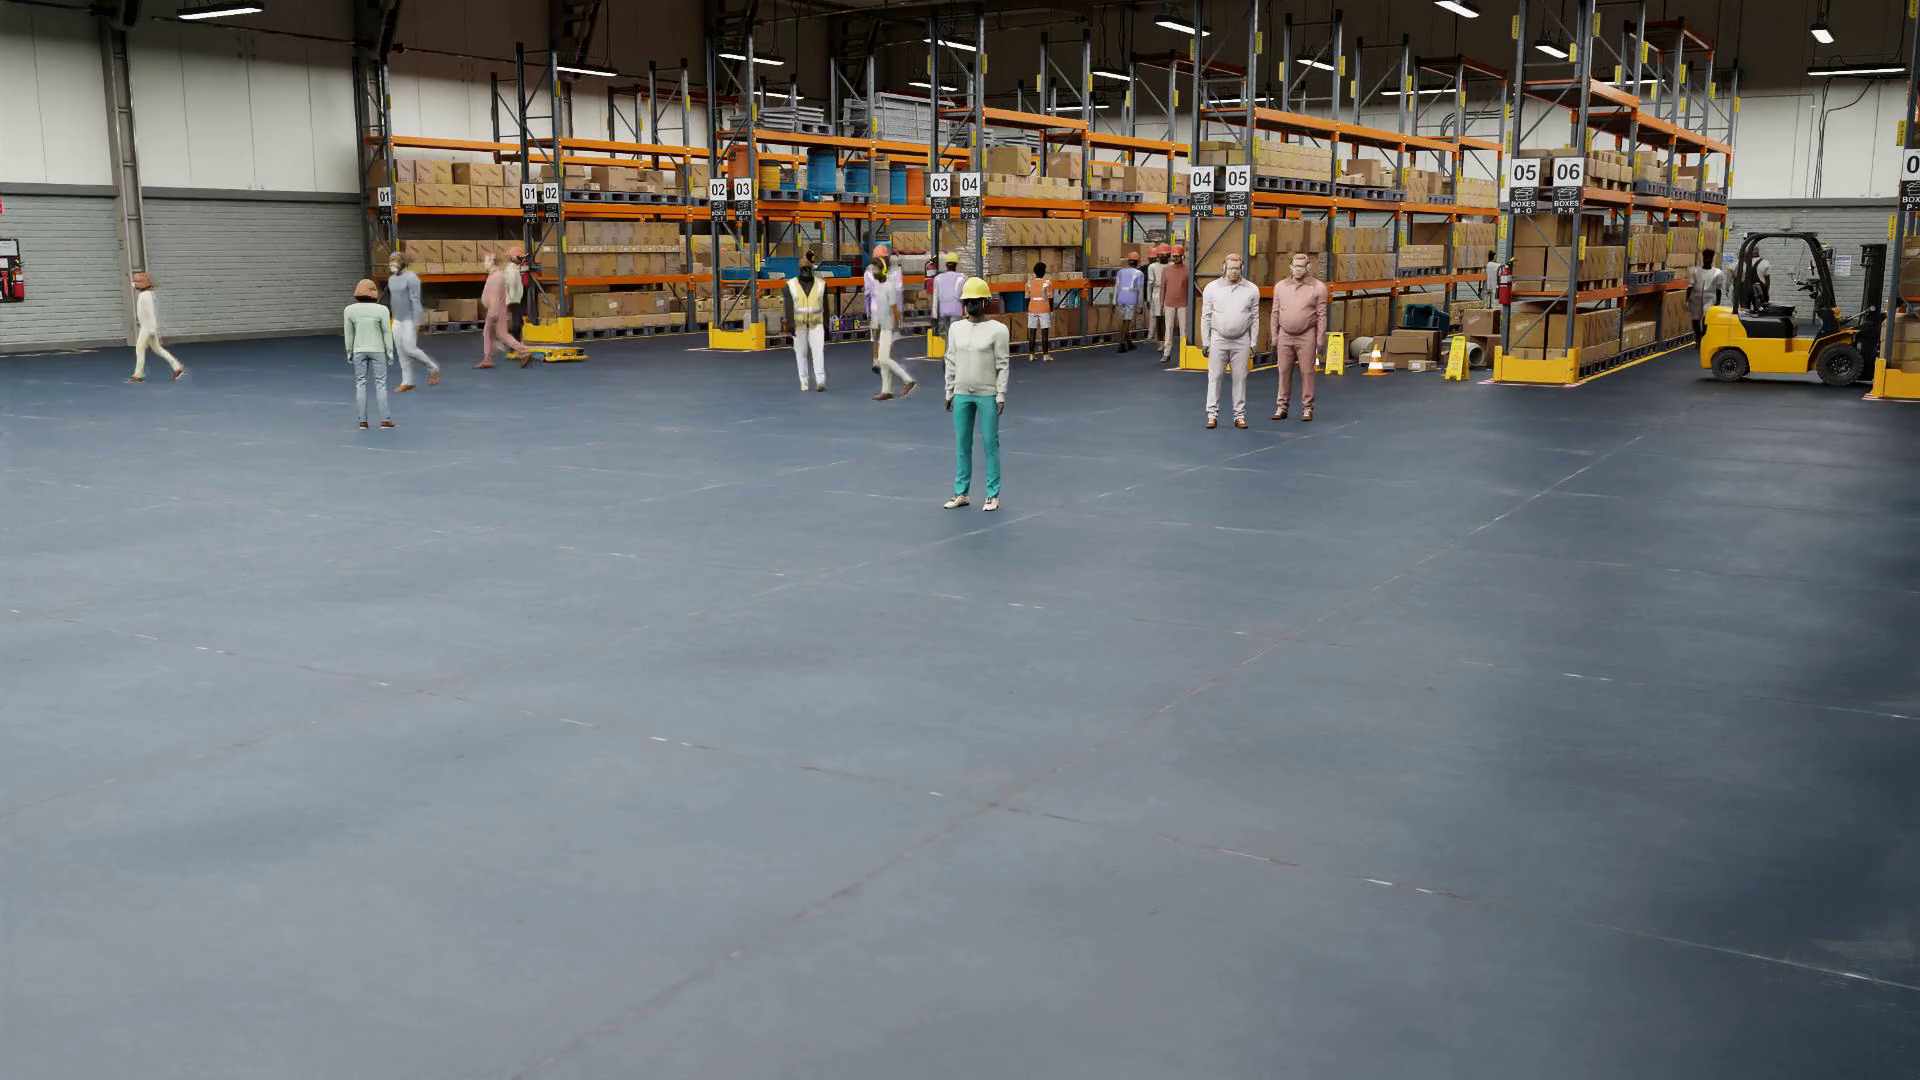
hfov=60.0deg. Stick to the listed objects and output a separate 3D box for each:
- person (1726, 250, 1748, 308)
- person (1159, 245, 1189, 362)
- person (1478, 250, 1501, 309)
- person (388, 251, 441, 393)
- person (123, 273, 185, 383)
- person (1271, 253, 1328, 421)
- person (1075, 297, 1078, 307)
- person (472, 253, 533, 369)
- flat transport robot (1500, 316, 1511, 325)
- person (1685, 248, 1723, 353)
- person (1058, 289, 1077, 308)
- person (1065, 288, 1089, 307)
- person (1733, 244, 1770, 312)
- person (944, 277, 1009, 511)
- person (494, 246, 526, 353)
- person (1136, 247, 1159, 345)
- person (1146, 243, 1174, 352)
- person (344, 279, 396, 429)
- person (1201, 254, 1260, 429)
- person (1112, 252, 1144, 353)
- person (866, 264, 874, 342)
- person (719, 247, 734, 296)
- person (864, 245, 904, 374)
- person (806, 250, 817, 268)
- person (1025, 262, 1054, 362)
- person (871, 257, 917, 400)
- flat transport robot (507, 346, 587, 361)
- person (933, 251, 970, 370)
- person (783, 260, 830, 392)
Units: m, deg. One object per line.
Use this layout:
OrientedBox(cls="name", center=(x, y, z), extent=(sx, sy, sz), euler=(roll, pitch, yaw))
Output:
OrientedBox(cls="person", center=(17.604, -5.592, 37.481), extent=(0.629, 1.881, 1.061), euler=(2, 10, 13))
OrientedBox(cls="person", center=(3.689, -4.012, 28.288), extent=(0.614, 1.994, 0.381), euler=(4, 11, 19))
OrientedBox(cls="person", center=(12.509, -5.908, 39.301), extent=(0.510, 1.860, 0.334), euler=(3, 10, 14))
OrientedBox(cls="person", center=(-7.459, -2.962, 22.623), extent=(0.655, 1.916, 0.587), euler=(8, 13, 37))
OrientedBox(cls="person", center=(-11.831, -3.111, 24.342), extent=(0.808, 1.604, 0.514), euler=(-5, 11, -28))
OrientedBox(cls="person", center=(3.857, -2.309, 19.002), extent=(0.647, 1.909, 0.406), euler=(5, 11, 26))
OrientedBox(cls="person", center=(3.401, -7.211, 46.361), extent=(0.637, 1.938, 0.357), euler=(10, 14, 44))
OrientedBox(cls="person", center=(-7.418, -3.692, 26.859), extent=(0.903, 1.876, 0.652), euler=(-3, 10, -14))
OrientedBox(cls="flat transport robot", center=(13.279, -5.394, 40.857), extent=(0.652, 0.197, 1.431), euler=(2, 10, 10))
OrientedBox(cls="person", center=(13.901, -4.476, 31.069), extent=(0.605, 1.935, 0.876), euler=(6, 12, 32))
OrientedBox(cls="person", center=(2.645, -6.099, 40.408), extent=(0.629, 1.842, 0.429), euler=(8, 13, 39))
OrientedBox(cls="person", center=(2.785, -5.949, 39.601), extent=(0.565, 1.838, 0.400), euler=(2, 10, 9))
OrientedBox(cls="person", center=(16.921, -5.334, 35.568), extent=(0.716, 2.000, 0.583), euler=(5, 11, 25))
OrientedBox(cls="person", center=(0.120, -1.101, 12.628), extent=(0.523, 1.769, 0.309), euler=(5, 11, 25))
OrientedBox(cls="person", center=(-8.129, -4.331, 30.136), extent=(0.592, 1.980, 0.628), euler=(-2, 10, -13))
OrientedBox(cls="person", center=(3.883, -4.897, 33.386), extent=(0.606, 1.962, 0.976), euler=(6, 12, 31))
OrientedBox(cls="person", center=(3.760, -4.487, 30.868), extent=(0.604, 2.022, 0.509), euler=(4, 11, 21))
OrientedBox(cls="person", center=(-6.452, -2.028, 18.191), extent=(0.507, 1.631, 0.279), euler=(-1, 10, -3))
OrientedBox(cls="person", center=(2.957, -2.166, 18.204), extent=(0.643, 1.908, 0.411), euler=(0, 10, 1))
OrientedBox(cls="person", center=(3.154, -4.426, 31.015), extent=(0.564, 1.861, 0.960), euler=(6, 12, 32))
OrientedBox(cls="person", center=(-1.657, -4.996, 33.991), extent=(0.587, 1.927, 0.364), euler=(7, 12, 33))
OrientedBox(cls="person", center=(-5.892, -6.272, 41.162), extent=(0.559, 1.919, 0.622), euler=(6, 12, 29))
OrientedBox(cls="person", center=(-1.193, -3.598, 25.989), extent=(0.636, 1.989, 1.039), euler=(0, 10, 1))
OrientedBox(cls="person", center=(-3.233, -5.350, 36.140), extent=(0.531, 1.868, 0.317), euler=(5, 11, 25))
OrientedBox(cls="person", center=(1.366, -3.900, 28.492), extent=(0.531, 1.698, 0.320), euler=(5, 11, 27))
OrientedBox(cls="person", center=(-0.897, -2.703, 21.387), extent=(0.498, 1.844, 0.580), euler=(-4, 11, -21))
OrientedBox(cls="flat transport robot", center=(-7.164, -3.245, 28.823), extent=(1.431, 0.197, 0.652), euler=(9, 13, 40))
OrientedBox(cls="person", center=(-0.172, -3.615, 26.353), extent=(0.581, 1.898, 0.839), euler=(4, 11, 22))
OrientedBox(cls="person", center=(-2.067, -2.895, 22.593), extent=(0.639, 1.793, 0.993), euler=(-2, 10, -9))
